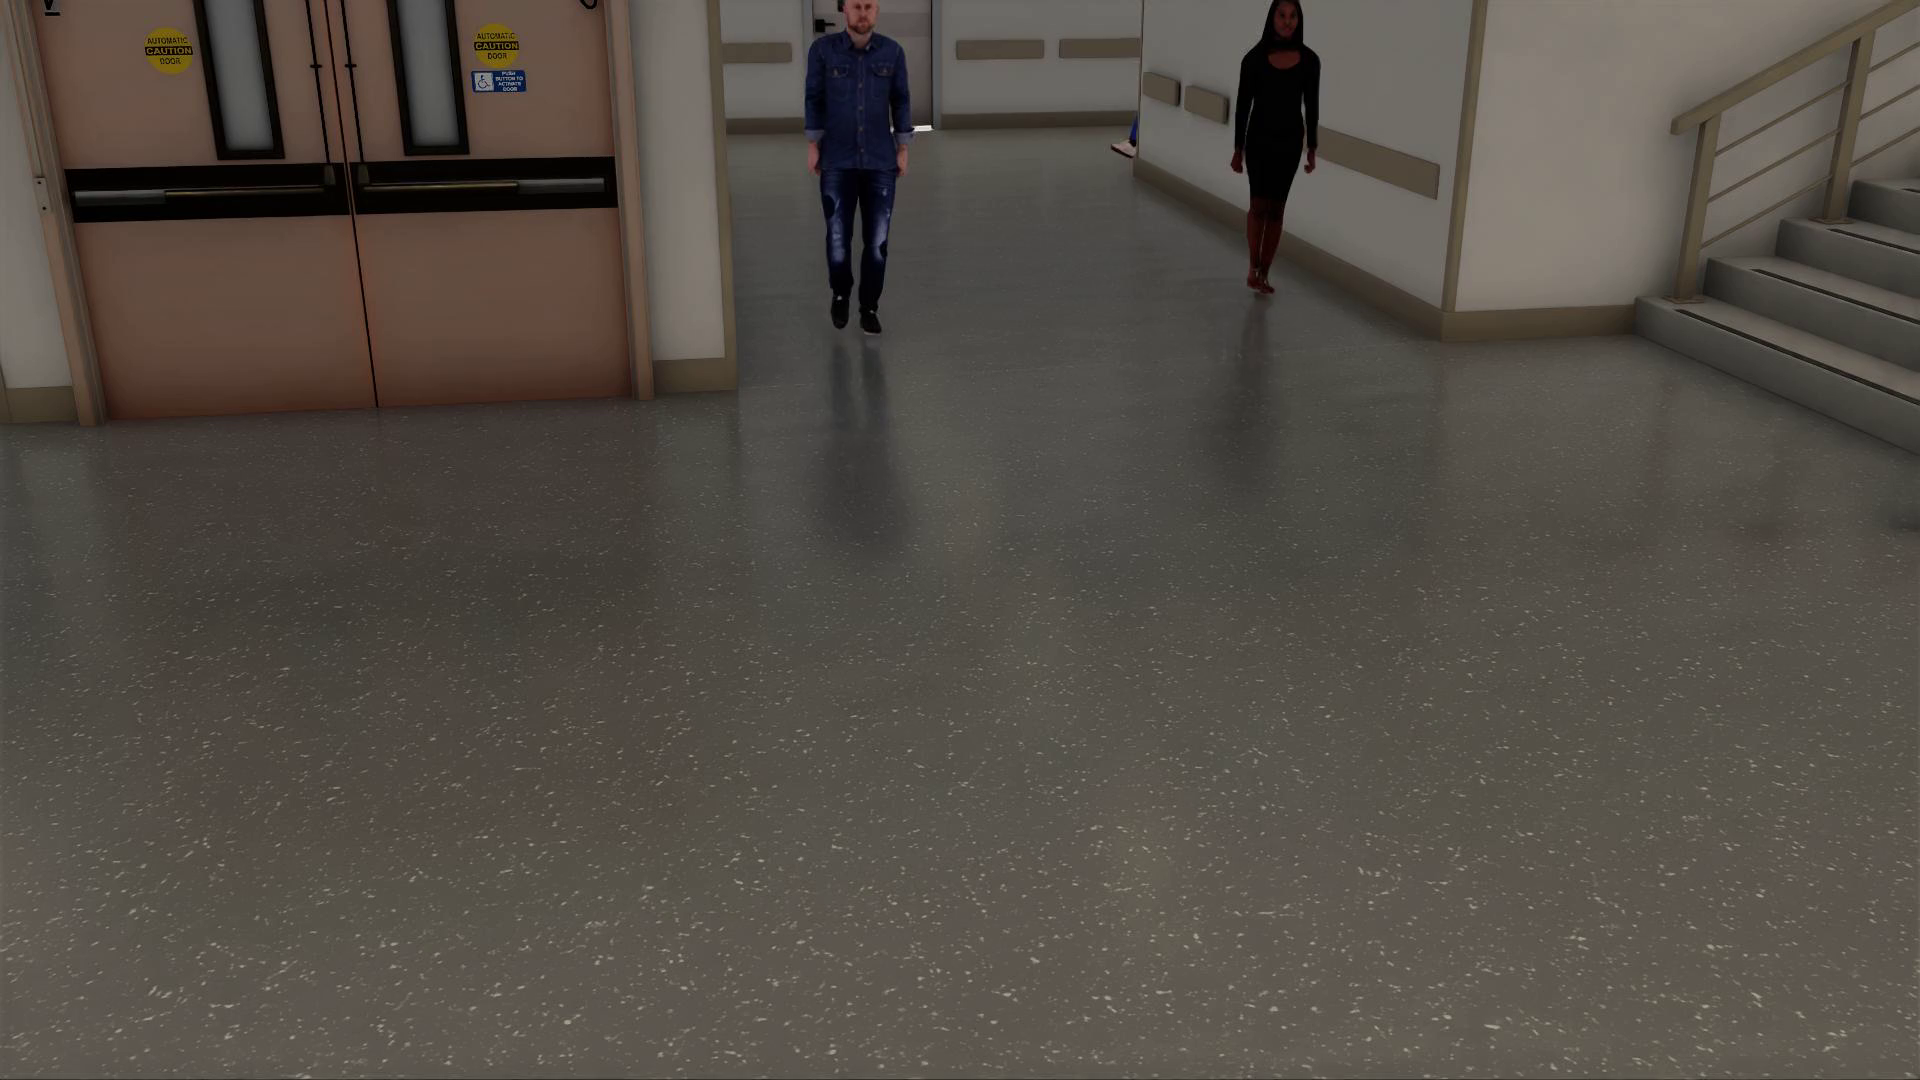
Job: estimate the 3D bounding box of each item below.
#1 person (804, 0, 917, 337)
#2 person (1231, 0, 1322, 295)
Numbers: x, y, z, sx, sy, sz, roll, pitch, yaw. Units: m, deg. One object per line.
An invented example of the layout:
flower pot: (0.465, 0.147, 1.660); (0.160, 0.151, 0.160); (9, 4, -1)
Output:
person: (-0.556, -2.006, 8.863); (0.572, 1.815, 0.800); (-4, 21, -11)
person: (1.834, -2.314, 9.822); (0.551, 1.712, 0.706); (-2, 21, -4)
